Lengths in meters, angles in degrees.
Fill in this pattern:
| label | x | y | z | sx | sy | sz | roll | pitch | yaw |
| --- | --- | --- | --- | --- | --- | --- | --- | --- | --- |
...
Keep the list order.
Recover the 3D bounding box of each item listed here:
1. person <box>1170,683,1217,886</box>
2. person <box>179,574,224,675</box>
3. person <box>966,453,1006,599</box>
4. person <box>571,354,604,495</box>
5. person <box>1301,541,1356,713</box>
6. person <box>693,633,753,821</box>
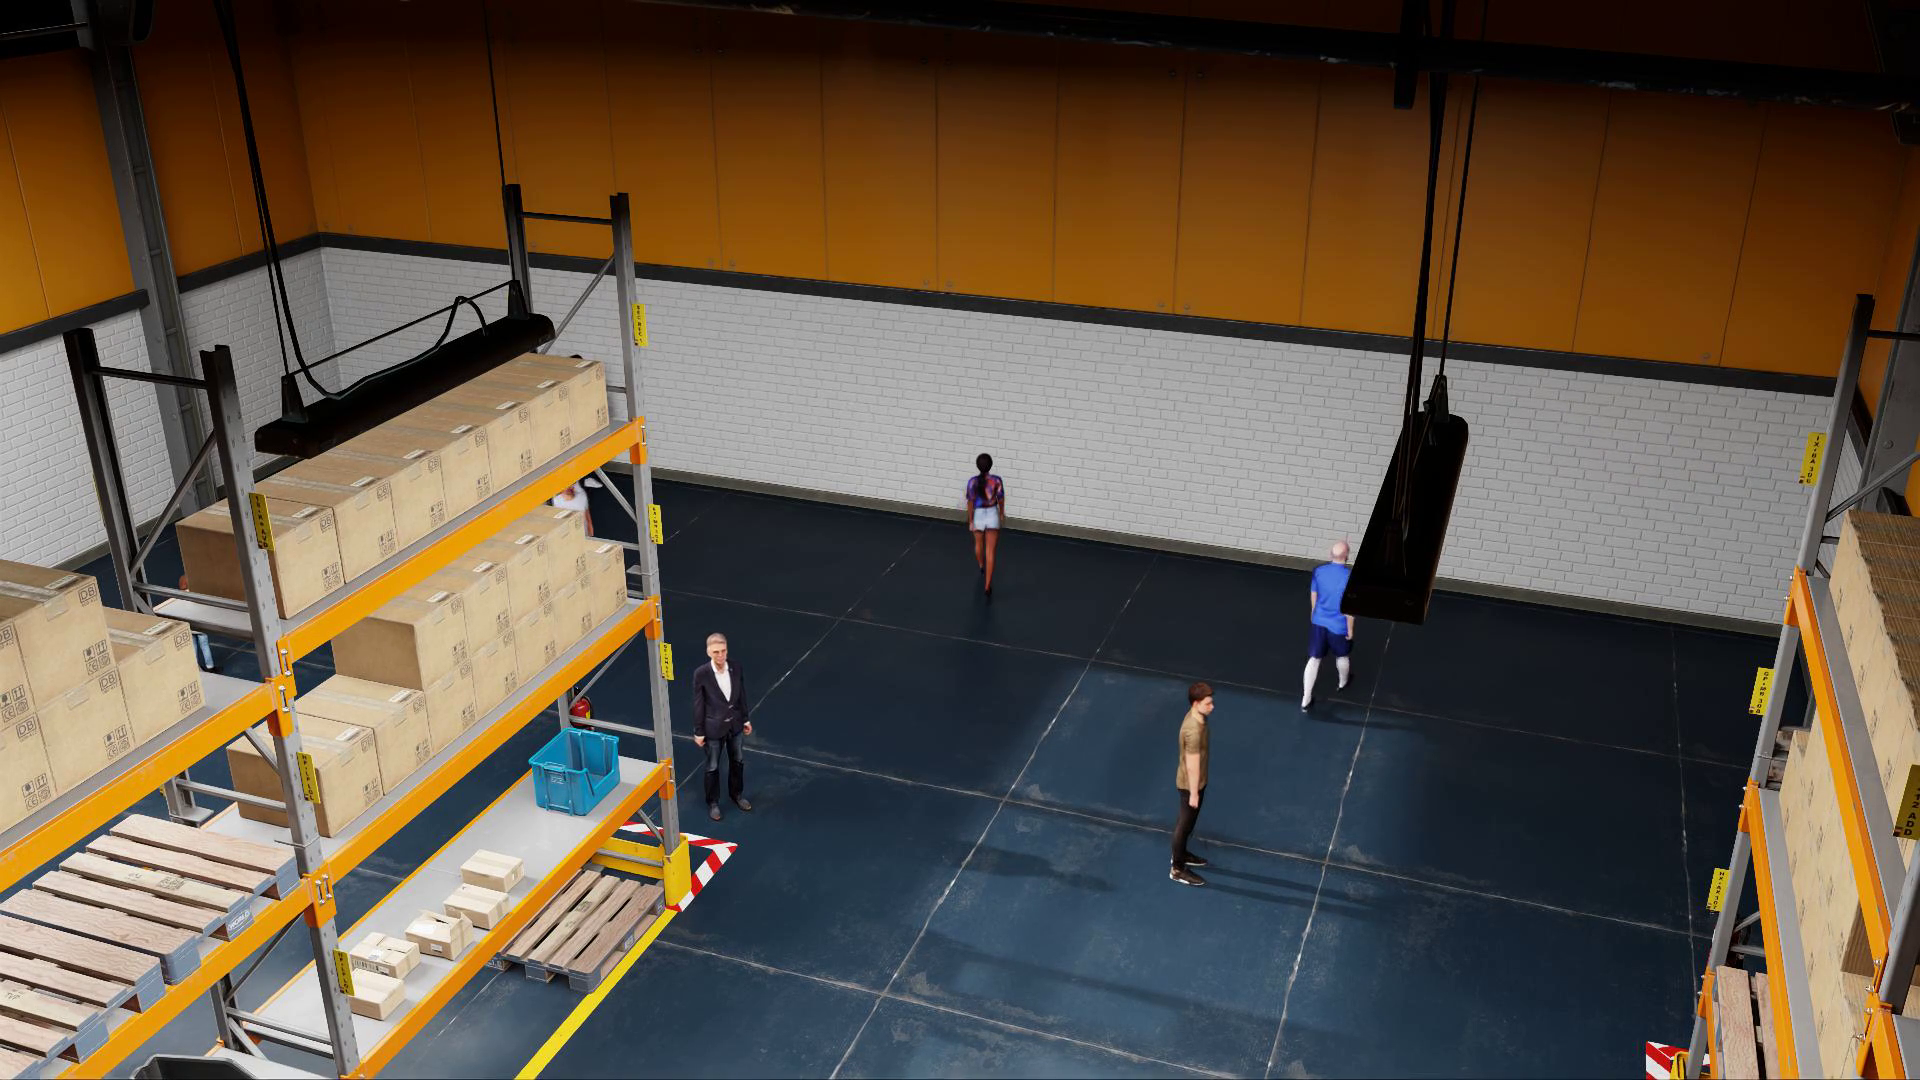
| label | x | y | z | sx | sy | sz | roll | pitch | yaw |
| --- | --- | --- | --- | --- | --- | --- | --- | --- | --- |
| person | 1.991 | 2.051 | 14.244 | 0.742 | 1.849 | 0.532 | 5 | 24 | 12 |
| person | -8.130 | 0.908 | 17.677 | 0.543 | 1.194 | 0.545 | 0 | 24 | 0 |
| person | 0.306 | -0.144 | 19.465 | 0.835 | 1.690 | 1.242 | 2 | 24 | 4 |
| person | -5.140 | -1.588 | 22.474 | 0.796 | 1.926 | 0.598 | 15 | 28 | 31 |
| person | 3.735 | 0.910 | 16.925 | 0.813 | 1.792 | 1.197 | 13 | 27 | 28 |
| person | -2.162 | 1.661 | 15.180 | 0.761 | 1.815 | 0.843 | -13 | 27 | -27 |
